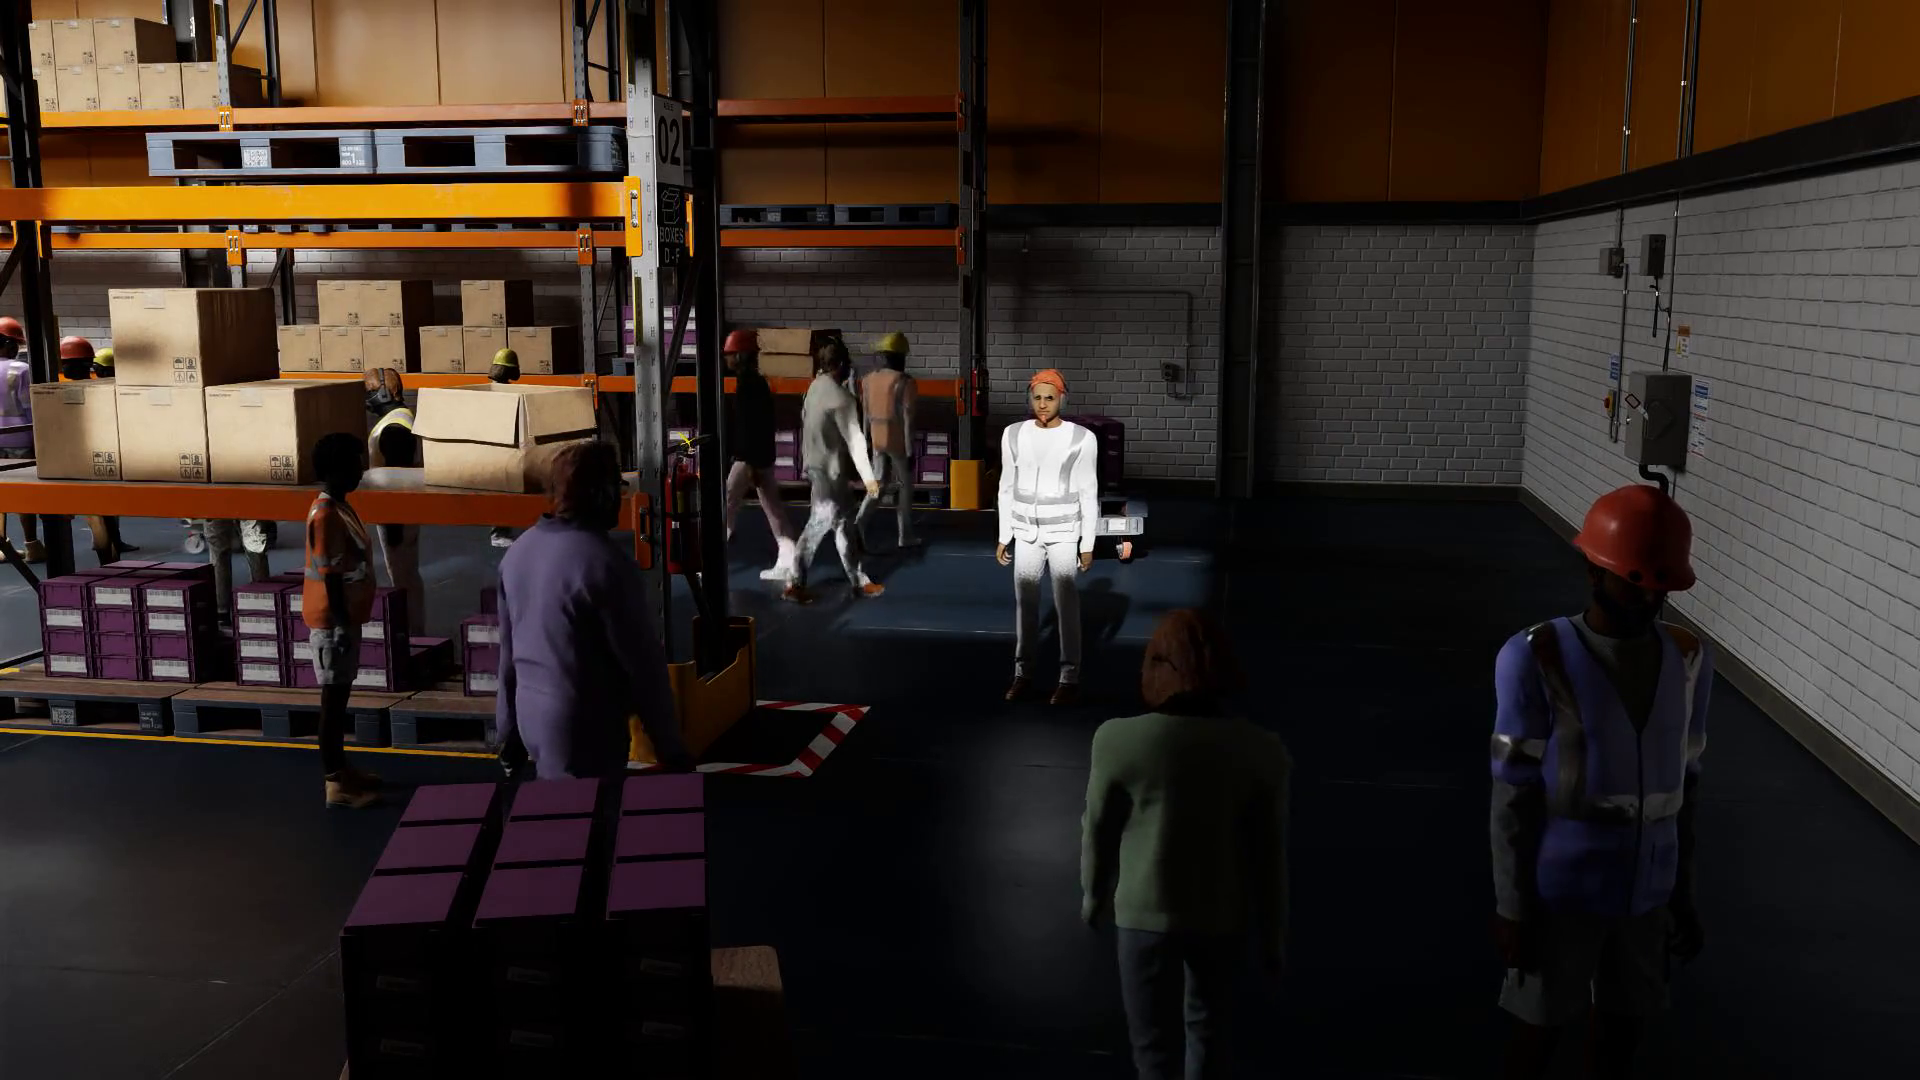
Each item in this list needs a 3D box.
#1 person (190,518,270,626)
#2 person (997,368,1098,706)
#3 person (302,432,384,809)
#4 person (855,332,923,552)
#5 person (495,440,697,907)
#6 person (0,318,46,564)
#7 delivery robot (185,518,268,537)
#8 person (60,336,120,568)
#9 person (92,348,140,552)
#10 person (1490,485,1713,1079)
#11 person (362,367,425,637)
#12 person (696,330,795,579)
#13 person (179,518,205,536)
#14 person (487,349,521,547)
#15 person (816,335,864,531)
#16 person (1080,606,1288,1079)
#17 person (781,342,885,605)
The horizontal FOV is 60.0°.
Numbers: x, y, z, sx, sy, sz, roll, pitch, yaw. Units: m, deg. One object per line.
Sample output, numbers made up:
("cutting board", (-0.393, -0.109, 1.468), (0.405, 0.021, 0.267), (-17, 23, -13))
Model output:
("person", (-5.003, -0.333, 11.388), (0.586, 1.835, 0.403), (-7, 11, -37))
("person", (0.488, -0.016, 9.292), (0.580, 1.879, 0.348), (4, 10, 25))
("person", (-2.802, 0.359, 7.528), (0.321, 1.695, 0.524), (-3, 10, -17))
("person", (-0.626, -0.838, 14.323), (0.594, 1.900, 0.807), (6, 11, 34))
("person", (-1.132, 0.615, 5.402), (0.928, 1.865, 0.659), (-8, 12, -41))
("person", (-7.824, -0.812, 13.746), (0.605, 2.034, 0.394), (2, 9, 10))
("delivery robot", (-6.340, -0.230, 14.420), (0.707, 0.478, 0.477), (-4, 10, -22))
("person", (-6.541, -0.556, 12.454), (0.373, 1.935, 0.552), (-2, 9, -11))
("person", (-7.321, -0.768, 14.334), (0.518, 1.756, 0.351), (6, 11, 31))
("person", (1.518, 0.823, 3.929), (0.542, 1.929, 0.368), (-2, 9, -12))
("person", (-3.474, -0.138, 10.191), (0.429, 1.837, 0.628), (-4, 10, -21))
("person", (-1.728, -0.642, 12.935), (1.007, 1.950, 0.618), (1, 9, 9))
("person", (-6.976, -0.954, 15.103), (0.981, 1.887, 0.555), (8, 12, 40))
("person", (-3.993, -0.812, 14.669), (0.312, 1.736, 0.483), (1, 9, 4))
("person", (-1.119, -0.973, 15.336), (0.665, 1.838, 0.486), (8, 12, 40))
("person", (0.564, 0.954, 4.139), (0.492, 1.598, 0.824), (-1, 9, -7))
("person", (-0.967, -0.475, 12.079), (0.833, 1.890, 0.738), (-3, 10, -19))
